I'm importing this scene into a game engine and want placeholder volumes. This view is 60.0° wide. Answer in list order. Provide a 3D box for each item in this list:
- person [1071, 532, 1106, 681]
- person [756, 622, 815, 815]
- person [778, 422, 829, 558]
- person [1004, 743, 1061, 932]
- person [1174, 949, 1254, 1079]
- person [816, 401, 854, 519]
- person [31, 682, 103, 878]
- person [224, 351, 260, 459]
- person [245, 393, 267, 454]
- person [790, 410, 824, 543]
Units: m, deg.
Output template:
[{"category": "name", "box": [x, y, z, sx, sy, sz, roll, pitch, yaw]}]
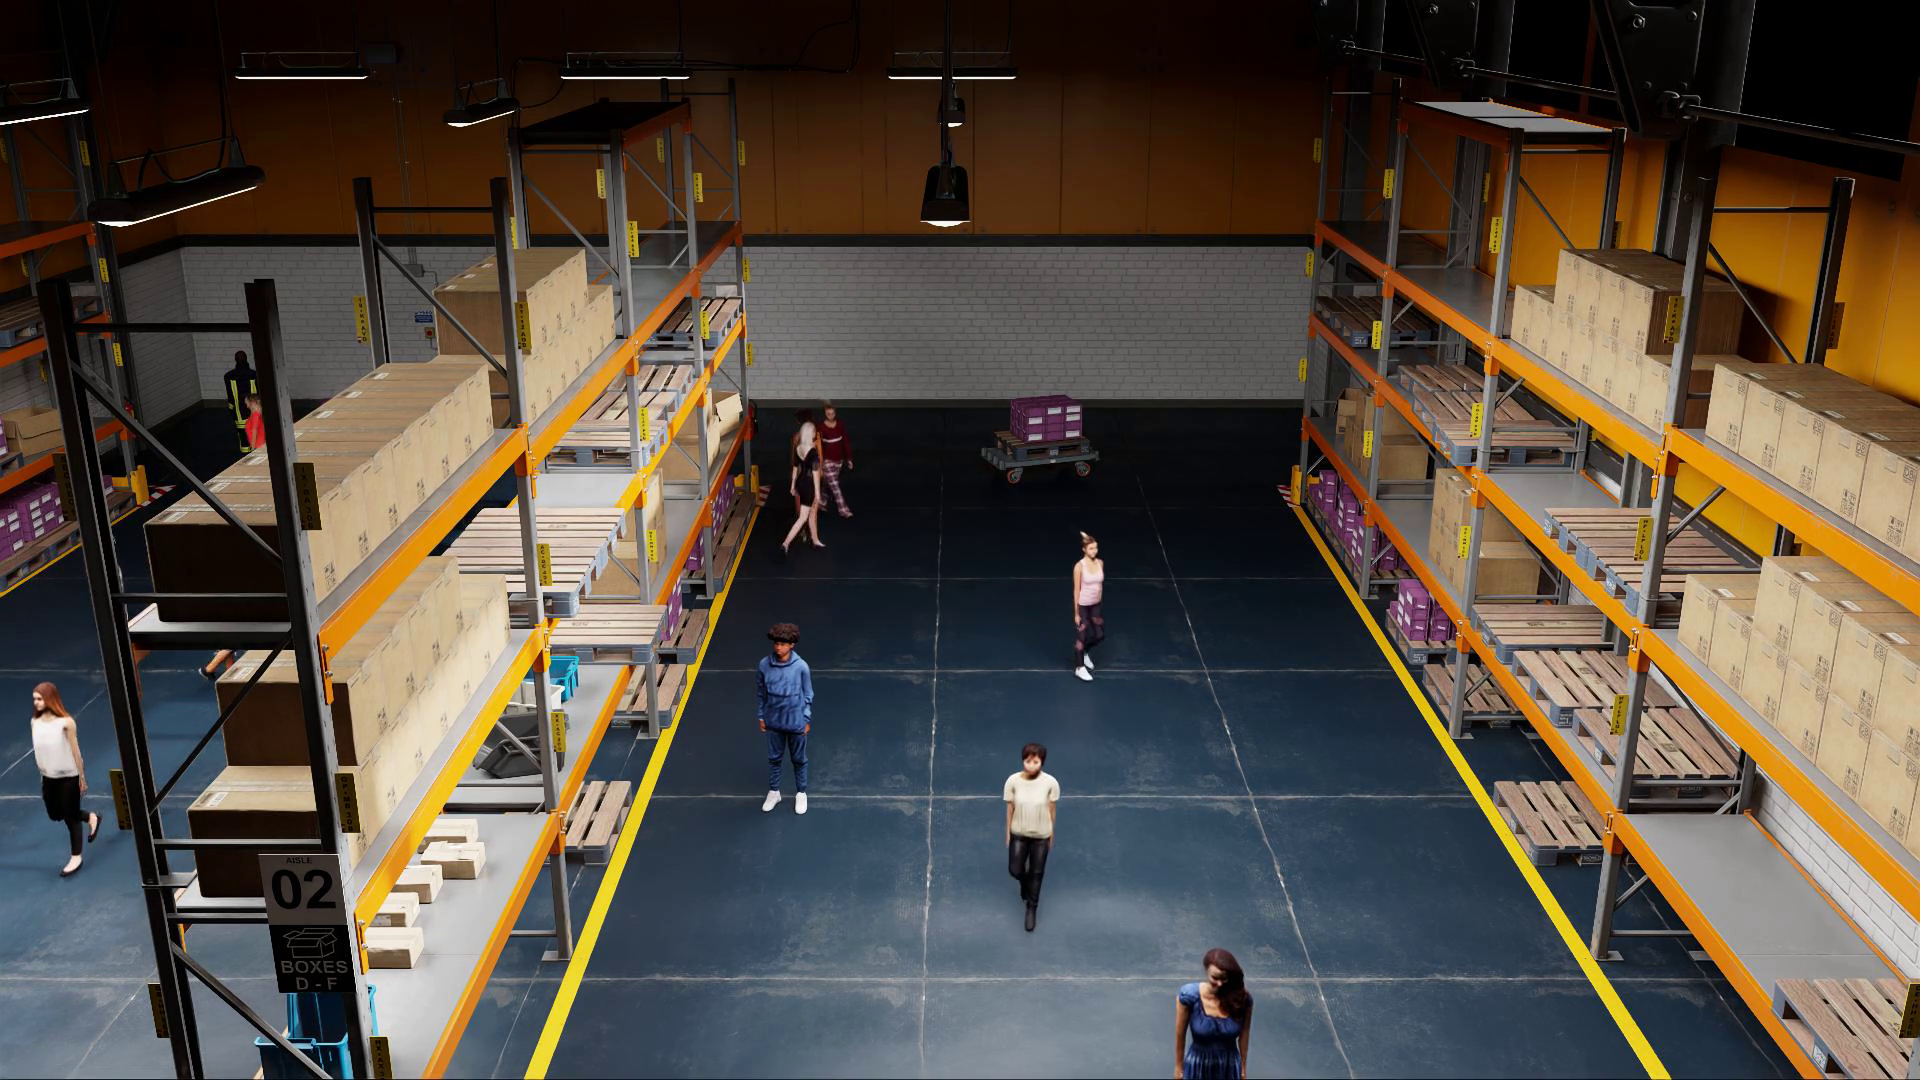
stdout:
[{"category": "person", "box": [1.330, 0.700, 18.077, 0.706, 1.634, 0.778, -10, 21, -27]}, {"category": "person", "box": [-1.588, 1.599, 15.130, 0.704, 1.811, 0.613, 3, 19, 8]}, {"category": "person", "box": [-2.077, -0.610, 21.715, 1.102, 1.794, 1.151, 17, 25, 42]}, {"category": "person", "box": [0.569, 2.332, 13.322, 0.635, 1.576, 0.723, 2, 19, 6]}, {"category": "person", "box": [1.524, 3.286, 10.124, 0.660, 1.808, 0.549, 0, 19, -1]}, {"category": "person", "box": [-1.850, -1.137, 23.490, 1.017, 1.661, 1.122, -15, 24, -37]}, {"category": "person", "box": [-7.579, 1.982, 14.153, 0.675, 1.709, 0.915, 4, 19, 11]}, {"category": "person", "box": [-11.137, -2.073, 26.017, 0.817, 1.821, 0.767, -5, 19, -14]}, {"category": "person", "box": [-9.954, -1.291, 23.913, 0.779, 1.682, 0.698, -9, 21, -25]}, {"category": "person", "box": [-2.069, -0.883, 22.477, 0.690, 1.825, 0.673, -6, 19, -16]}]
